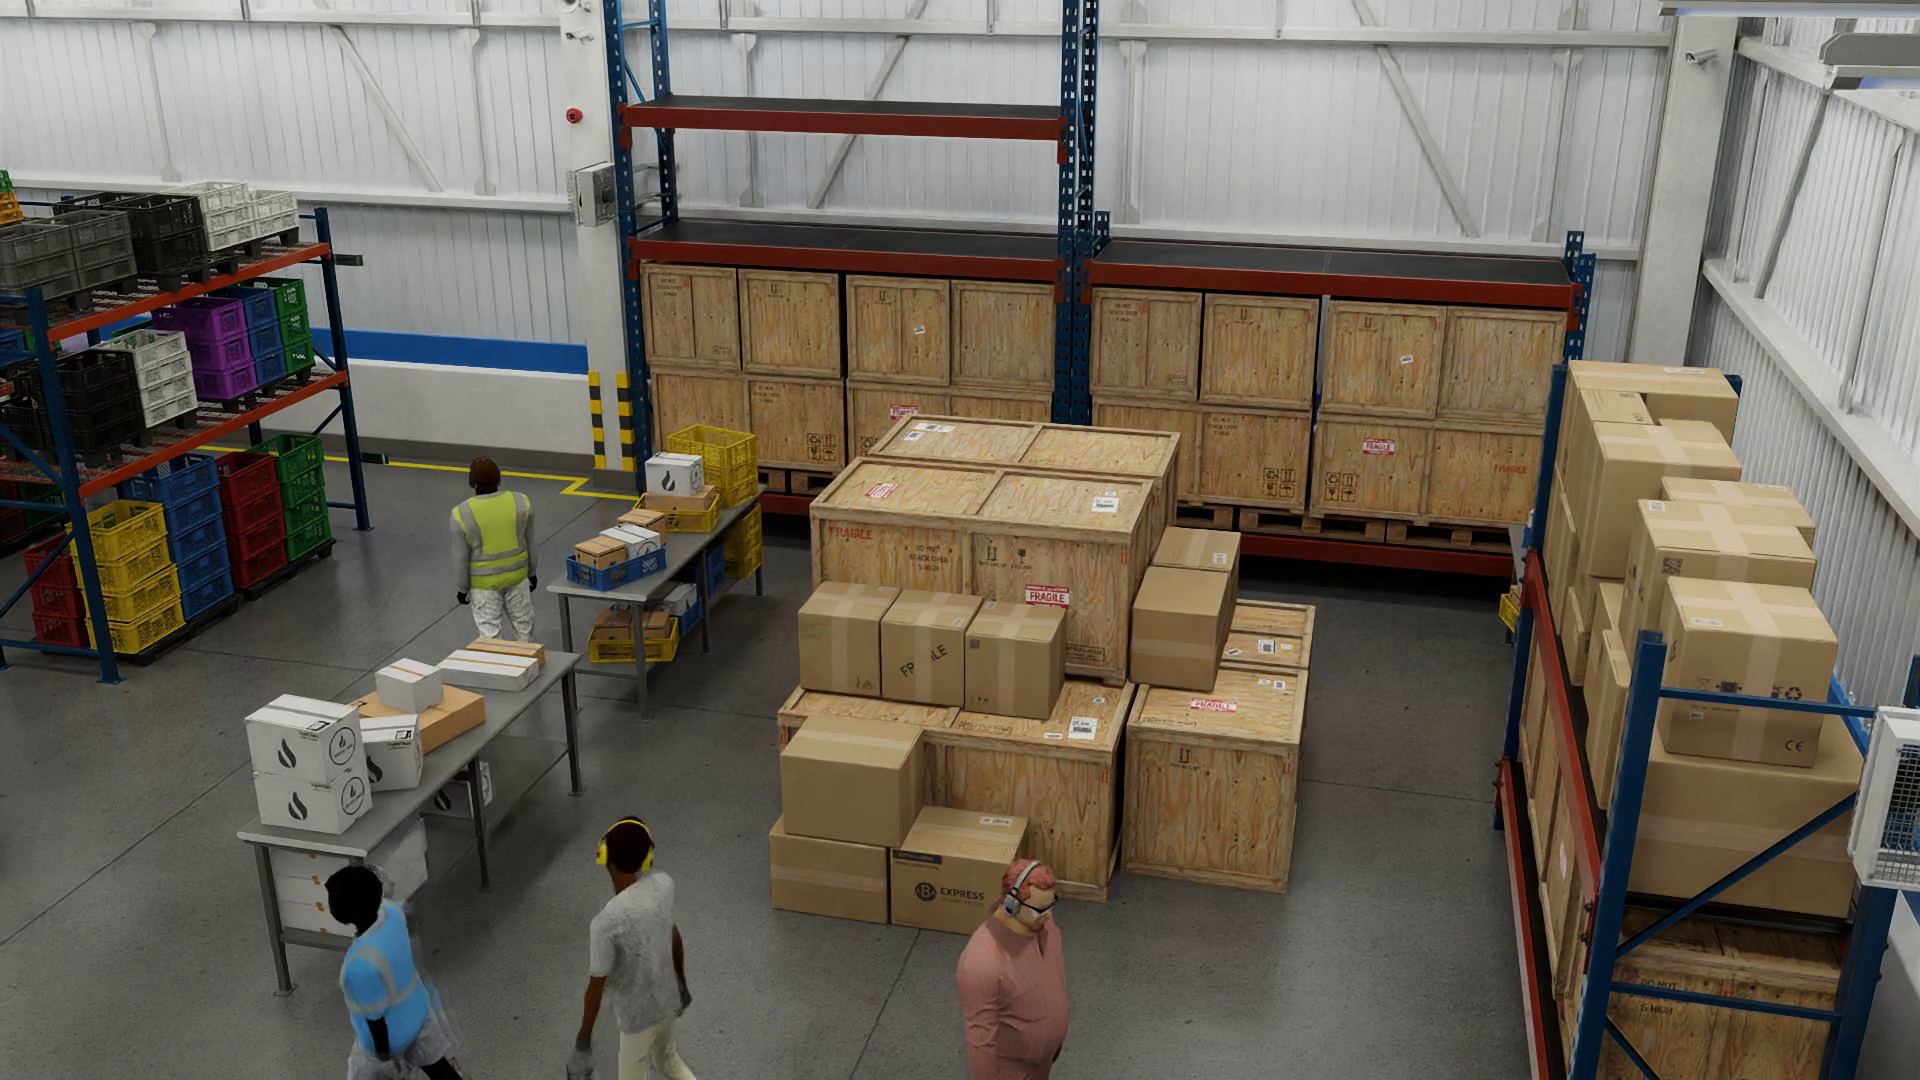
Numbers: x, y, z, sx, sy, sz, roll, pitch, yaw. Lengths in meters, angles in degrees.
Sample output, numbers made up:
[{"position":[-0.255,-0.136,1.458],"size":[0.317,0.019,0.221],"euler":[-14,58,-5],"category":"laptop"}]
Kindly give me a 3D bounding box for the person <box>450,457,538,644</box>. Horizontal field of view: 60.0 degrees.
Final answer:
[{"position":[-3.368,0.280,12.091],"size":[0.620,1.845,0.430],"euler":[-13,25,-31],"category":"person"}]

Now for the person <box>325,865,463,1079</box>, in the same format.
[{"position":[-2.563,2.156,7.446],"size":[0.926,1.644,0.531],"euler":[2,21,5],"category":"person"}]

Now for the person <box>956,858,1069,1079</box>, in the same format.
[{"position":[0.254,2.188,7.020],"size":[0.406,1.903,0.636],"euler":[11,24,27],"category":"person"}]

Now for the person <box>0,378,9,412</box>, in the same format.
[{"position":[-10.595,-2.102,18.266],"size":[0.360,1.884,0.574],"euler":[-11,23,-26],"category":"person"}]

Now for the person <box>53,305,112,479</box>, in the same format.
[{"position":[-8.735,-1.453,16.493],"size":[0.372,1.940,0.631],"euler":[2,21,6],"category":"person"}]

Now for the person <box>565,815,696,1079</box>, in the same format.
[{"position":[-1.378,2.115,7.294],"size":[0.456,1.852,0.723],"euler":[9,23,21],"category":"person"}]
